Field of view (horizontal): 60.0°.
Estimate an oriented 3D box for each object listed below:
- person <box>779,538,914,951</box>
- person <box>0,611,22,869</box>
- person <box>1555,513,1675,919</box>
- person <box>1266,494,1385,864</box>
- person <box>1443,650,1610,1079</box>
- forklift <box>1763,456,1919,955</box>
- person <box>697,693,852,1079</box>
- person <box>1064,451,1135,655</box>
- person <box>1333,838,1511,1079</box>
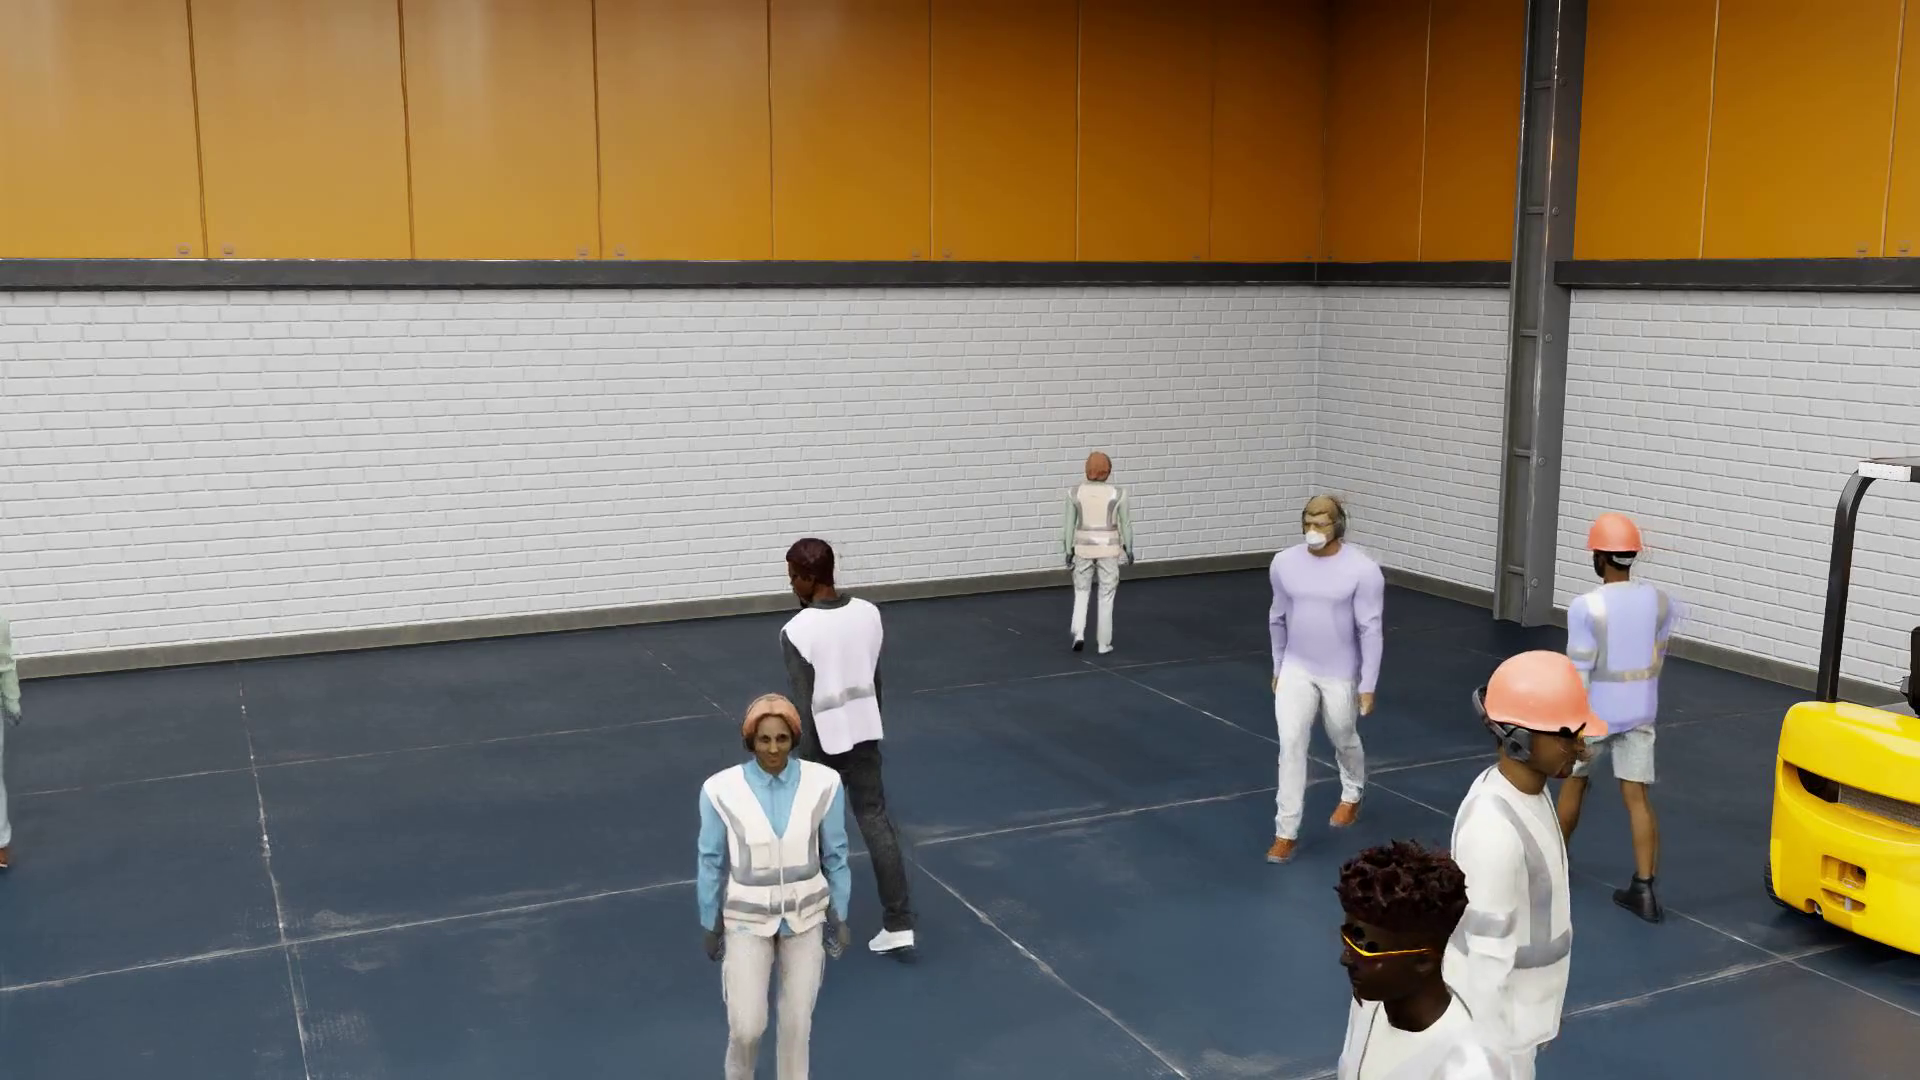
[{"bbox_3d":[-0.529,0.918,7.494,0.606,1.870,0.994,-9,12,-43],"label":"person"},{"bbox_3d":[-5.053,0.889,8.453,0.530,1.583,0.873,-7,11,-35],"label":"person"},{"bbox_3d":[3.121,0.809,8.014,0.549,1.900,0.859,-1,9,-7],"label":"person"},{"bbox_3d":[1.939,0.684,8.802,0.643,1.899,0.999,6,11,32],"label":"person"},{"bbox_3d":[1.514,1.295,4.533,0.387,2.041,0.615,4,10,24],"label":"person"},{"bbox_3d":[4.857,0.731,7.561,2.313,2.155,1.214,-4,10,-25],"label":"forklift"},{"bbox_3d":[-0.628,1.318,5.689,0.516,1.626,0.359,-3,10,-17],"label":"person"},{"bbox_3d":[1.093,0.116,13.120,0.538,1.631,0.367,3,10,17],"label":"person"},{"bbox_3d":[0.849,1.535,3.435,1.004,1.911,0.628,0,9,0],"label":"person"}]
